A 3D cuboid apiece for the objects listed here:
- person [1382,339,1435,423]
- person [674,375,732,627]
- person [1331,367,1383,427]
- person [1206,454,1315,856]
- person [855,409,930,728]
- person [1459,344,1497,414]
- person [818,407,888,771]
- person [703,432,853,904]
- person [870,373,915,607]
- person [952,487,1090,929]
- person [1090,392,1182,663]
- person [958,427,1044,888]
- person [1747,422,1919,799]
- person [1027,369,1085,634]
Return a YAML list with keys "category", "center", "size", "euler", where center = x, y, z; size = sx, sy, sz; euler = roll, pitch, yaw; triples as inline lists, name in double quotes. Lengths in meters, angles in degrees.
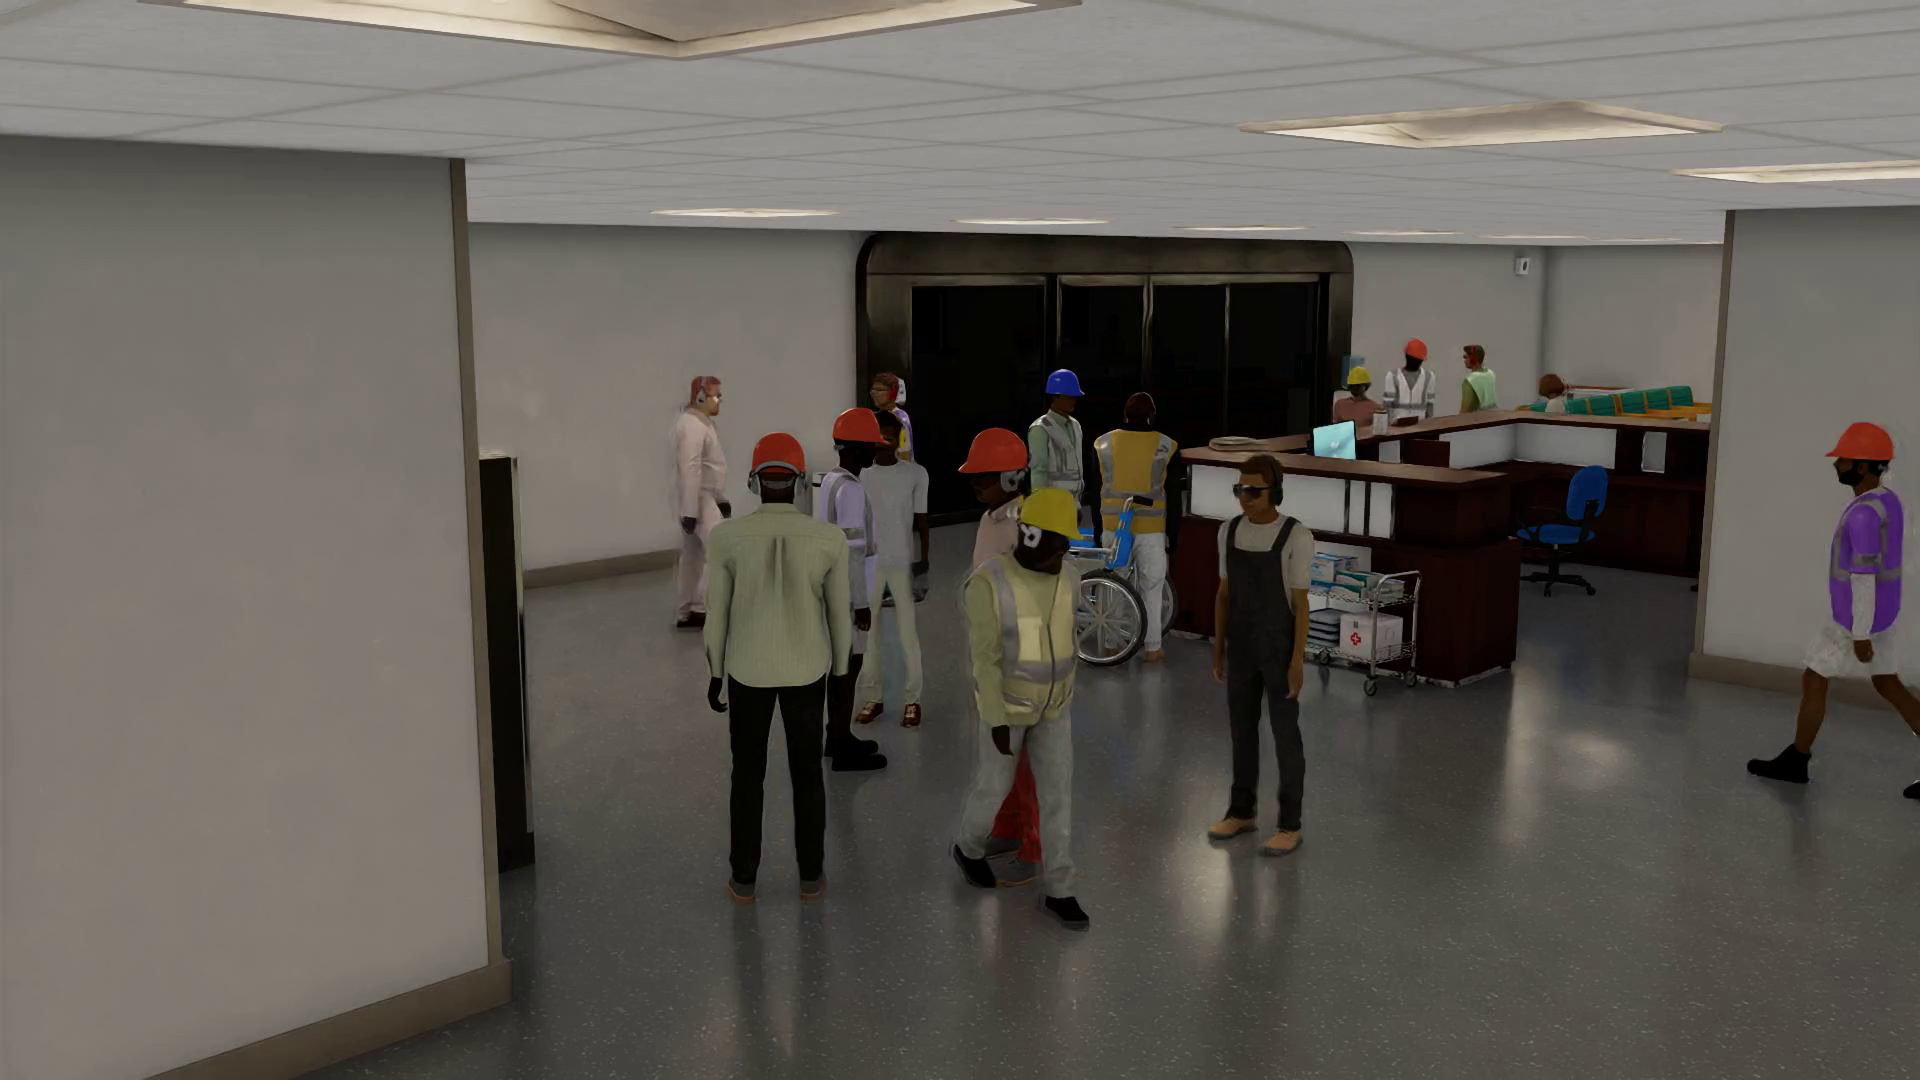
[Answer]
- category: "person"
  center: [4.892, -1.237, 18.182]
  size: [0.590, 1.883, 0.874]
  euler: [1, 9, 9]
- category: "person"
  center: [-1.875, -0.267, 12.242]
  size: [0.529, 1.884, 0.640]
  euler: [-2, 9, -11]
- category: "person"
  center: [3.878, -0.836, 16.234]
  size: [0.916, 1.726, 0.525]
  euler: [-8, 12, -42]
- category: "person"
  center: [1.368, 0.516, 7.589]
  size: [0.512, 1.837, 0.360]
  euler: [8, 12, 41]
- category: "person"
  center: [-0.426, 0.164, 9.665]
  size: [0.517, 1.858, 0.332]
  euler: [1, 9, 9]
- category: "person"
  center: [5.647, -1.231, 18.289]
  size: [0.620, 1.834, 0.480]
  euler: [-9, 13, -44]
- category: "person"
  center: [-0.566, 0.258, 8.880]
  size: [0.387, 1.929, 0.549]
  euler: [-2, 10, -14]
- category: "person"
  center: [-0.761, 0.540, 6.998]
  size: [0.622, 1.982, 0.415]
  euler: [-2, 9, -11]
- category: "person"
  center: [-0.545, -0.396, 13.144]
  size: [0.373, 1.842, 0.575]
  euler: [-4, 10, -24]
- category: "person"
  center: [0.248, 0.655, 6.904]
  size: [0.573, 1.785, 0.833]
  euler: [-5, 11, -30]
- category: "person"
  center: [1.190, -0.080, 11.245]
  size: [0.625, 1.838, 0.430]
  euler: [2, 10, 15]
- category: "person"
  center: [0.191, 0.500, 7.231]
  size: [0.415, 1.985, 0.610]
  euler: [-3, 10, -18]
- category: "person"
  center: [4.598, 0.359, 8.354]
  size: [0.537, 1.904, 0.971]
  euler: [-9, 13, -44]
- category: "person"
  center: [0.707, -0.254, 11.944]
  size: [0.403, 1.945, 0.614]
  euler: [6, 11, 31]
